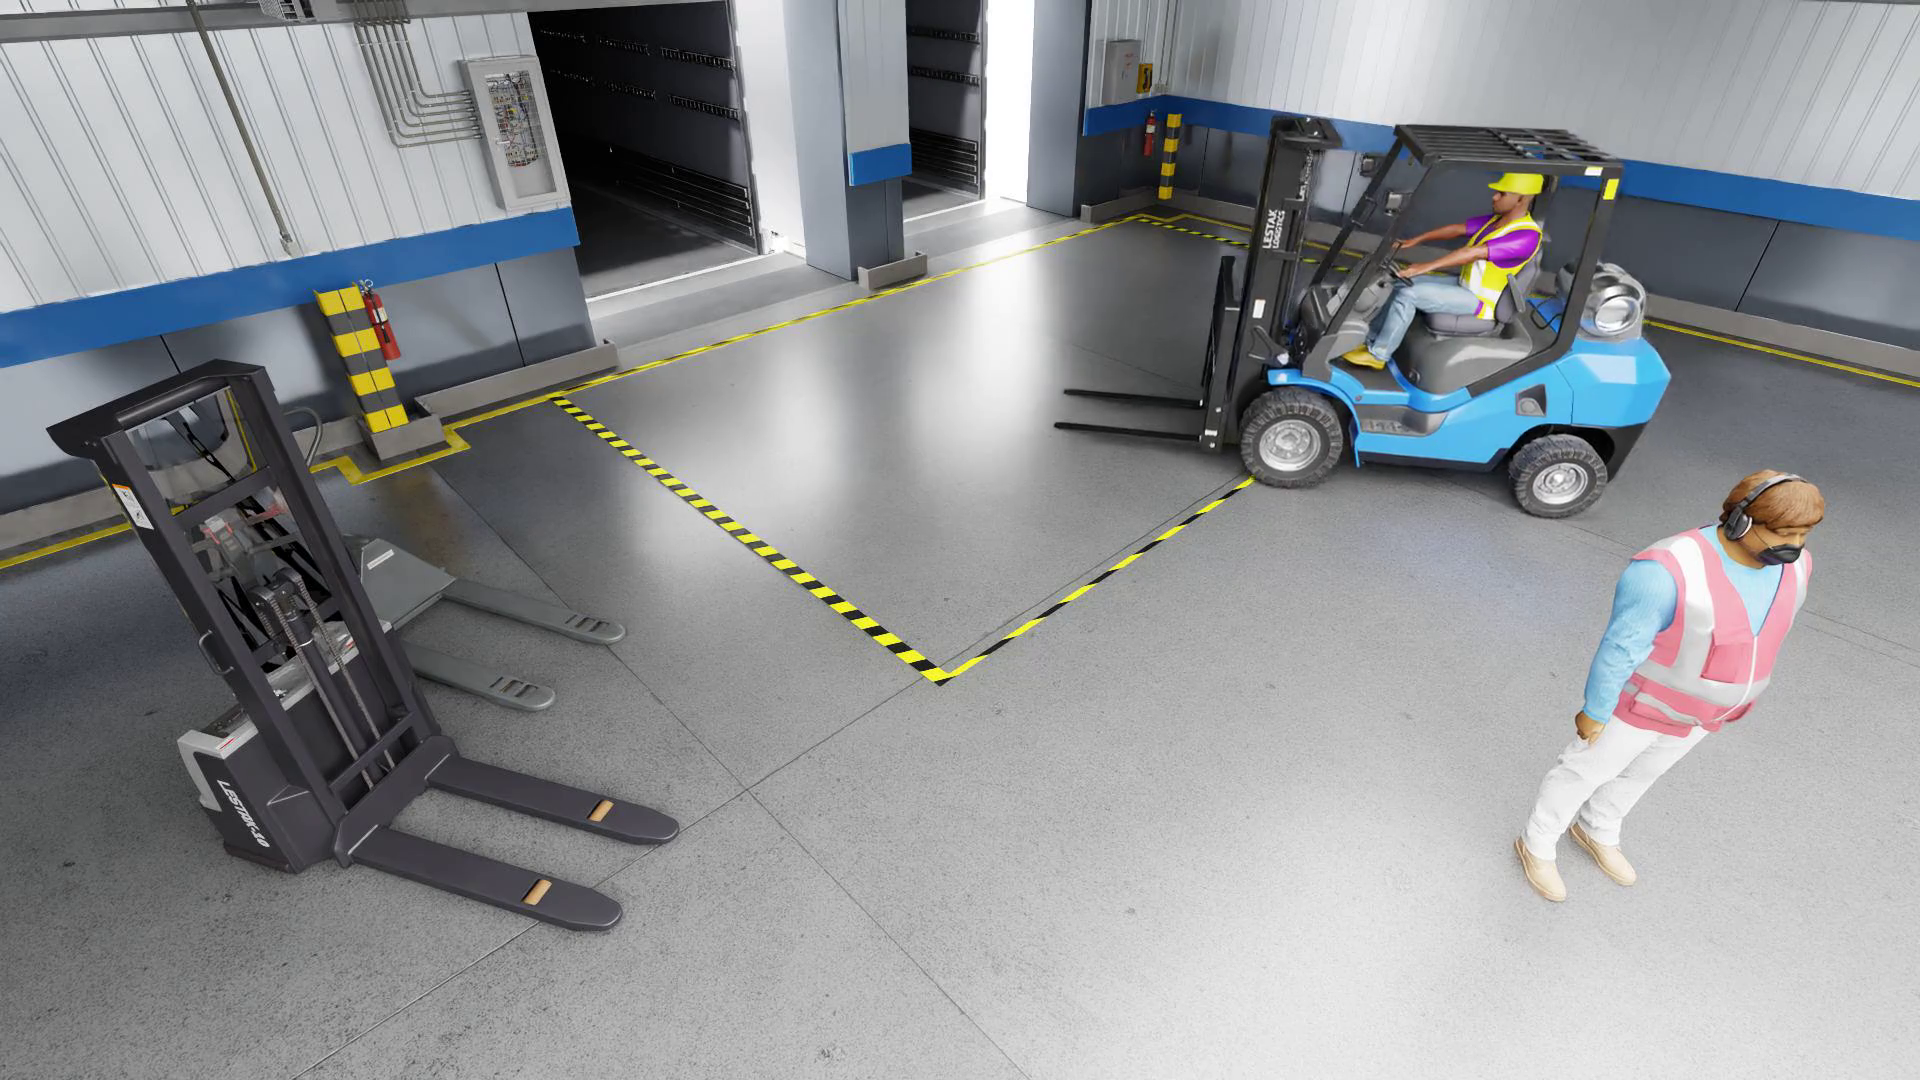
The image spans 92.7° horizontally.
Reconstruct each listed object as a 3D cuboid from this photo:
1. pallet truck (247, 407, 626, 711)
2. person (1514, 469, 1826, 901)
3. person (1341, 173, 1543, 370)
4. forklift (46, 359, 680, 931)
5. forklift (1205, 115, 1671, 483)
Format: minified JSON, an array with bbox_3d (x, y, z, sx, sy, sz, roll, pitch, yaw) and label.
[{"bbox_3d":[-2.628,0.038,4.590,1.601,1.201,0.680,12,36,18],"label":"pallet truck"},{"bbox_3d":[2.506,0.572,3.270,0.632,1.842,0.429,-7,35,-9],"label":"person"},{"bbox_3d":[3.032,-1.731,5.871,1.004,1.294,0.630,7,35,10],"label":"person"},{"bbox_3d":[-2.135,0.422,3.354,1.885,1.965,0.823,10,35,14],"label":"forklift"},{"bbox_3d":[3.088,-1.563,5.957,2.680,2.036,1.157,7,35,10],"label":"forklift"}]
